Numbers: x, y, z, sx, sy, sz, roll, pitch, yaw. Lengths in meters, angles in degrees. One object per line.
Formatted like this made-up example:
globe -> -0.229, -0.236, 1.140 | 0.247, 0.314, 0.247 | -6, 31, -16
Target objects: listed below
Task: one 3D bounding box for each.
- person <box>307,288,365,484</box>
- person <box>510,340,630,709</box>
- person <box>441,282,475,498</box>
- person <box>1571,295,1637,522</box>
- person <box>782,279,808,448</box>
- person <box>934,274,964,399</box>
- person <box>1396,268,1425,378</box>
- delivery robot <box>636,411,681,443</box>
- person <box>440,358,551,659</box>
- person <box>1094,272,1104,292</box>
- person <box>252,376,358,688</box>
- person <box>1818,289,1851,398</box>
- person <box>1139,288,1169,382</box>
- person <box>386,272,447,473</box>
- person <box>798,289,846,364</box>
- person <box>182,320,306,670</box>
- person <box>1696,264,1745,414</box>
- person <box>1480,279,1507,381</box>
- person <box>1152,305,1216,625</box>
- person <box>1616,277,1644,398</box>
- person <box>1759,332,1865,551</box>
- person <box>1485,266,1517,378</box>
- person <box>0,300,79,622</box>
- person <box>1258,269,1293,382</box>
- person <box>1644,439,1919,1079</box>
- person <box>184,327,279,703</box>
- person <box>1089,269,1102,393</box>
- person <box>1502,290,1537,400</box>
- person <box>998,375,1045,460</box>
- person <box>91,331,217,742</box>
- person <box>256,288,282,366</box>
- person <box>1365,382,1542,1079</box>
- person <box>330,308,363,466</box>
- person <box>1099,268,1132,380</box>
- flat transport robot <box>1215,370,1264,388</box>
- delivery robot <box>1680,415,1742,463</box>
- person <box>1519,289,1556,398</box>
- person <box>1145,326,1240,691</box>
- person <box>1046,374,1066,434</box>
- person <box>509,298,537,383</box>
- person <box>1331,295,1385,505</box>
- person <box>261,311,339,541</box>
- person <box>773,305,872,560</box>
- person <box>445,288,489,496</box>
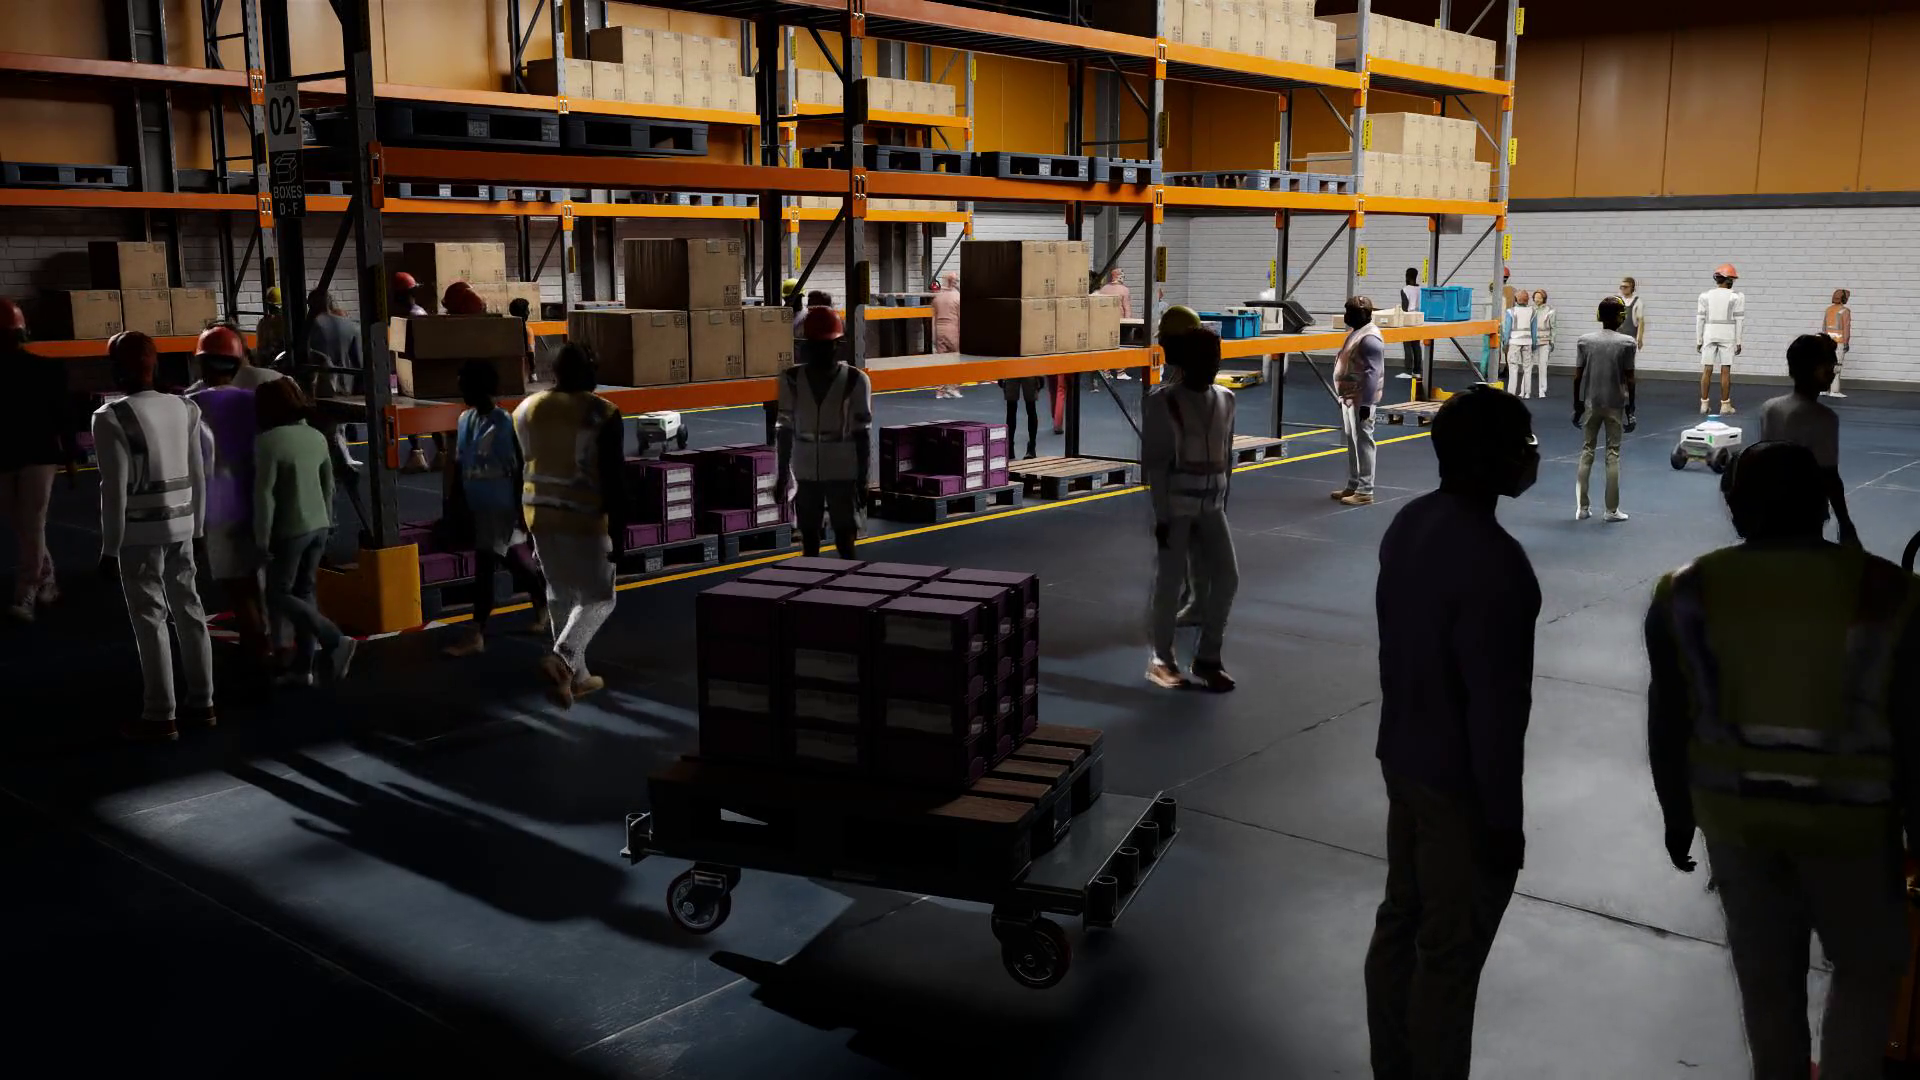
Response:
person -> -5.911, -1.432, 15.715 | 0.643, 1.897, 0.881 | -9, 14, -42
person -> -1.930, -0.058, 8.104 | 0.634, 1.818, 0.672 | 4, 11, 20
person -> -3.849, -1.002, 12.938 | 0.379, 1.996, 0.610 | 2, 10, 9
person -> 5.328, -1.081, 13.756 | 0.534, 1.868, 0.310 | 8, 13, 40
person -> -1.787, -1.911, 18.332 | 0.382, 1.920, 0.585 | -7, 12, -36
person -> -0.148, -3.041, 24.925 | 0.652, 1.873, 0.517 | 8, 13, 37
person -> 7.873, -3.774, 28.951 | 0.597, 1.914, 0.373 | -7, 12, -36
delivery robot -> -3.336, -1.287, 18.397 | 0.477, 0.478, 0.707 | 1, 10, 6
person -> -2.613, -0.212, 9.417 | 0.854, 1.657, 0.531 | -9, 14, -43
person -> 2.522, -3.974, 30.345 | 0.562, 1.837, 0.816 | 3, 10, 14
person -> -3.309, -0.022, 8.444 | 0.539, 1.608, 0.538 | 3, 11, 19
person -> 13.267, -2.975, 25.196 | 0.311, 1.636, 0.523 | -2, 10, -12
person -> 3.290, -3.498, 28.182 | 0.498, 1.633, 0.278 | 6, 11, 29
person -> -5.459, -1.653, 16.608 | 0.705, 2.009, 0.694 | -3, 10, -16
person -> -1.194, -1.290, 14.863 | 0.662, 1.891, 0.642 | 7, 12, 36
person -> -3.830, -0.245, 9.001 | 0.645, 1.875, 1.060 | -4, 11, -24
person -> 10.352, -2.731, 22.662 | 0.609, 2.040, 0.394 | 9, 13, 42
person -> 9.076, -3.572, 28.270 | 0.336, 1.757, 0.550 | -5, 11, -28
person -> 1.347, -0.445, 10.008 | 0.402, 1.918, 0.584 | -1, 10, -4
person -> 9.873, -3.011, 24.902 | 0.842, 1.812, 0.519 | -6, 12, -30
person -> 4.000, -0.046, 7.873 | 0.397, 1.864, 0.544 | -1, 10, -5
person -> 9.393, -3.777, 28.903 | 0.543, 1.940, 0.361 | -5, 11, -25
person -> -5.804, -0.492, 10.206 | 0.649, 1.936, 1.044 | -2, 10, -10
person -> 5.281, -3.582, 27.841 | 0.627, 1.931, 0.769 | 0, 10, 1
person -> 1.949, 0.676, 3.928 | 0.679, 1.810, 0.484 | 7, 12, 34
person -> -3.676, -0.138, 8.464 | 0.891, 1.863, 0.578 | 8, 12, 37
person -> 1.996, -3.313, 26.311 | 0.616, 1.931, 0.961 | -1, 10, -5
person -> 8.333, -2.901, 24.767 | 0.523, 1.638, 0.310 | -1, 10, -8
person -> 0.646, -1.795, 17.619 | 0.545, 1.939, 0.373 | 5, 11, 24
person -> -3.706, -0.017, 7.646 | 0.338, 1.882, 0.583 | 4, 11, 20
person -> -7.288, -1.788, 17.879 | 0.600, 1.829, 0.404 | 8, 13, 40
person -> 1.209, 0.585, 4.064 | 0.371, 1.940, 0.627 | -1, 10, -6
person -> -6.455, -1.586, 17.294 | 0.278, 1.633, 0.498 | -7, 12, -36
person -> 2.688, -3.699, 28.557 | 0.652, 1.903, 0.403 | 8, 13, 40
flat transport robot -> 4.469, -2.641, 27.181 | 0.652, 0.197, 1.431 | 4, 11, 24
delivery robot -> 7.649, -1.029, 16.925 | 0.707, 0.478, 0.477 | -9, 13, -40
person -> 8.715, -2.960, 25.111 | 0.523, 1.636, 0.311 | 5, 11, 27
person -> 1.191, -0.138, 8.403 | 0.588, 1.866, 0.603 | -5, 11, -26
person -> 1.220, -2.176, 20.412 | 0.537, 1.722, 0.883 | 4, 11, 20
person -> -4.963, -1.881, 18.797 | 0.540, 1.695, 0.317 | 8, 13, 40
person -> 3.505, -1.231, 14.684 | 0.429, 1.842, 0.633 | 0, 10, -1
person -> -4.964, -0.811, 12.457 | 0.621, 1.776, 0.967 | 0, 10, 2
person -> -0.784, -0.375, 9.555 | 0.552, 1.935, 0.395 | 2, 10, 10
person -> -3.575, -0.969, 12.886 | 0.909, 1.962, 0.616 | -9, 13, -41
